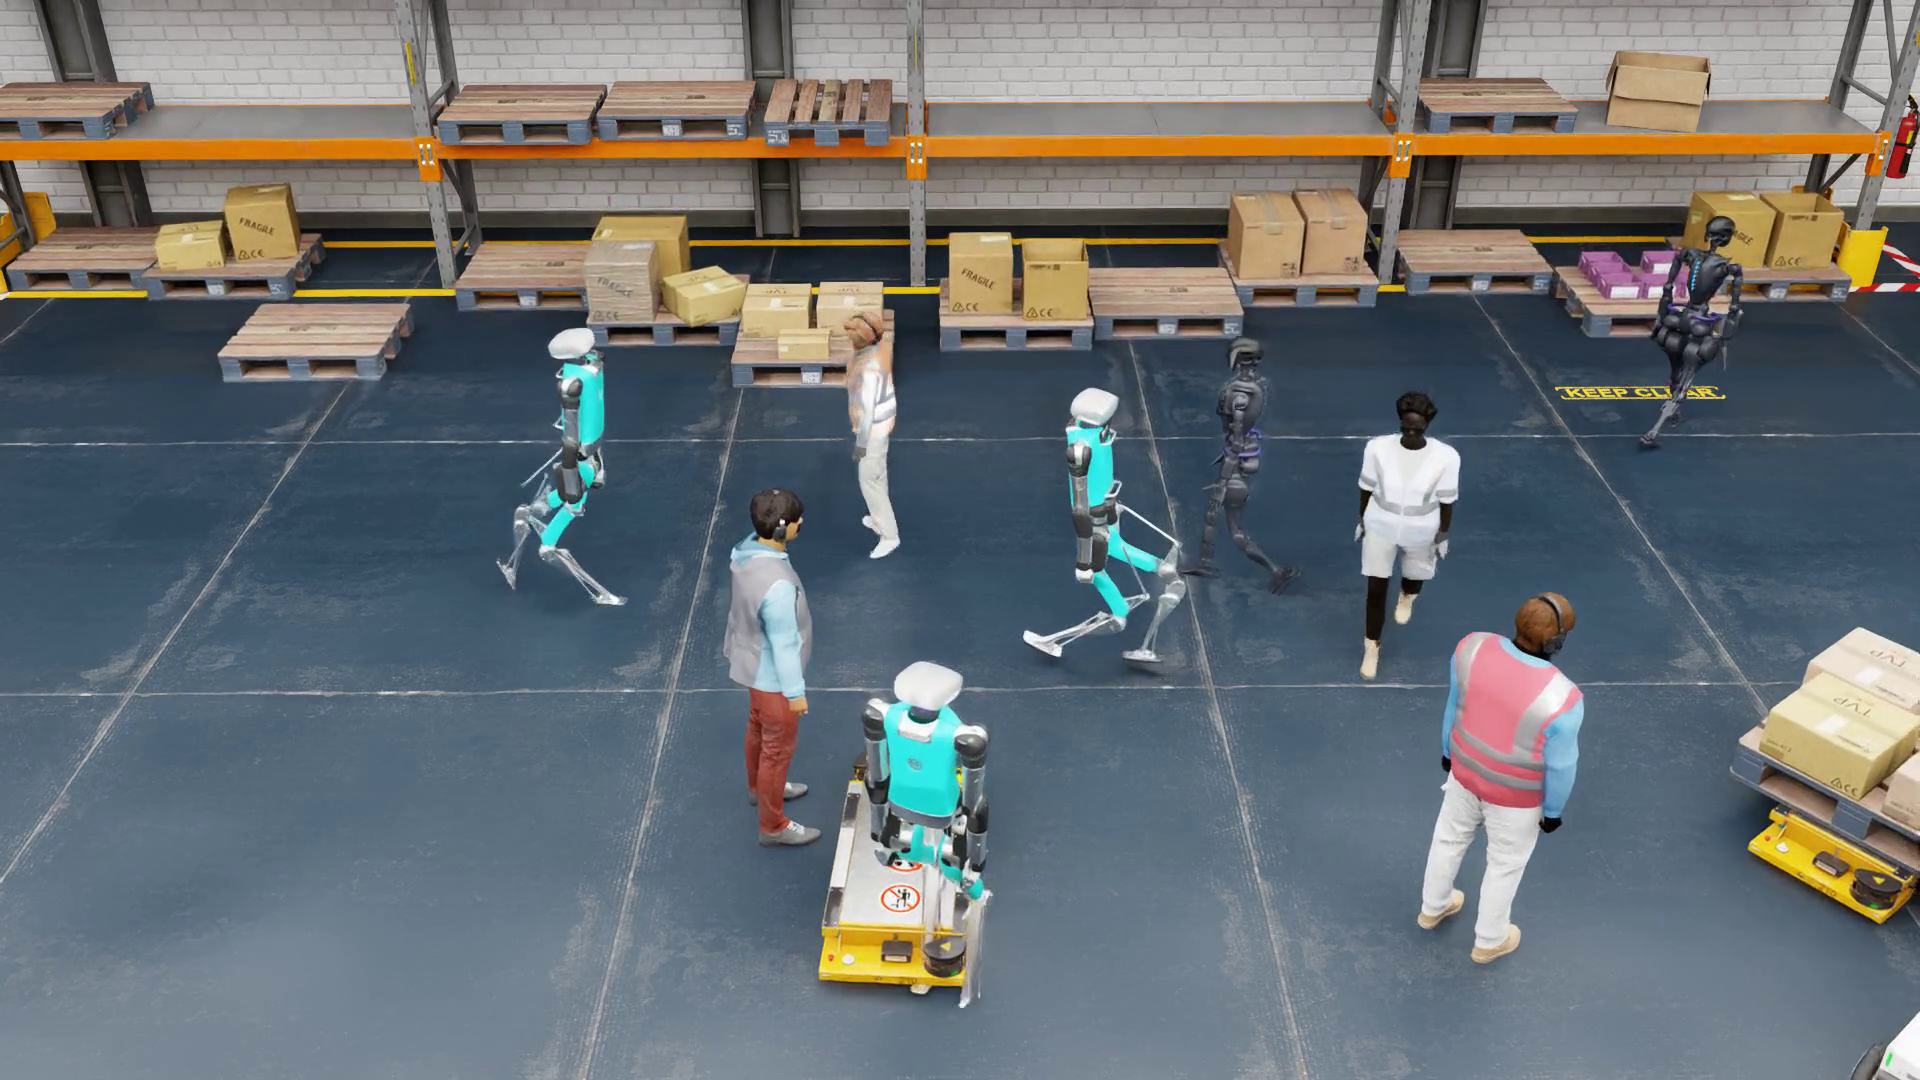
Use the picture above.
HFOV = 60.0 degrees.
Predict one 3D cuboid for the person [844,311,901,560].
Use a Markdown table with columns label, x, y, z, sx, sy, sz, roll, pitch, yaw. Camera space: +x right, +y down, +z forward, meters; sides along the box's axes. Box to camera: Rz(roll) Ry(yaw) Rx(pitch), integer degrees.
| label | x | y | z | sx | sy | sz | roll | pitch | yaw |
| --- | --- | --- | --- | --- | --- | --- | --- | --- | --- |
| person | -0.540 | -0.680 | 10.241 | 0.330 | 1.614 | 0.609 | 1 | 31 | 2 |

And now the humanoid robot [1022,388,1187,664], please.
| label | x | y | z | sx | sy | sz | roll | pitch | yaw |
| --- | --- | --- | --- | --- | --- | --- | --- | --- | --- |
| humanoid robot | 0.857 | 0.013 | 8.967 | 1.028 | 1.735 | 0.563 | 10 | 32 | 15 |

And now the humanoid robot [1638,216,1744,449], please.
| label | x | y | z | sx | sy | sz | roll | pitch | yaw |
| --- | --- | --- | --- | --- | --- | --- | --- | --- | --- |
| humanoid robot | 5.034 | -1.438 | 11.491 | 0.783 | 1.627 | 0.609 | -21 | 37 | -31 |

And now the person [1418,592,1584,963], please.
| label | x | y | z | sx | sy | sz | roll | pitch | yaw |
| --- | --- | --- | --- | --- | --- | --- | --- | --- | --- |
| person | 2.349 | 1.023 | 7.198 | 0.434 | 1.833 | 0.629 | -21 | 37 | -31 |

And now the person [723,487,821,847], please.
| label | x | y | z | sx | sy | sz | roll | pitch | yaw |
| --- | --- | --- | --- | --- | --- | --- | --- | --- | --- |
| person | -0.897 | 0.601 | 7.864 | 0.419 | 1.871 | 0.535 | -9 | 32 | -15 |

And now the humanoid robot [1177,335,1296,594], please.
| label | x | y | z | sx | sy | sz | roll | pitch | yaw |
| --- | --- | --- | --- | --- | --- | --- | --- | --- | --- |
| humanoid robot | 1.693 | -0.449 | 9.811 | 0.688 | 1.638 | 0.583 | 5 | 31 | 9 |

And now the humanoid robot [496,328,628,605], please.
| label | x | y | z | sx | sy | sz | roll | pitch | yaw |
| --- | --- | --- | --- | --- | --- | --- | --- | --- | --- |
| humanoid robot | -2.472 | -0.398 | 9.667 | 0.943 | 1.767 | 0.549 | 4 | 31 | 6 |

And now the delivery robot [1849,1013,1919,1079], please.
| label | x | y | z | sx | sy | sz | roll | pitch | yaw |
| --- | --- | --- | --- | --- | --- | --- | --- | --- | --- |
| delivery robot | 4.005 | 2.069 | 6.682 | 0.769 | 0.587 | 0.499 | -23 | 38 | -33 |

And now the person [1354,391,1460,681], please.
| label | x | y | z | sx | sy | sz | roll | pitch | yaw |
| --- | --- | --- | --- | --- | --- | --- | --- | --- | --- |
| person | 2.442 | -0.089 | 9.191 | 0.534 | 1.669 | 0.710 | 10 | 32 | 16 |

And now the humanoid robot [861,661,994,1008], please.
| label | x | y | z | sx | sy | sz | roll | pitch | yaw |
| --- | --- | --- | --- | --- | --- | --- | --- | --- | --- |
| humanoid robot | -0.061 | 1.182 | 7.007 | 0.539 | 1.785 | 0.667 | 12 | 33 | 19 |

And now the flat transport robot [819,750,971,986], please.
| label | x | y | z | sx | sy | sz | roll | pitch | yaw |
| --- | --- | --- | --- | --- | --- | --- | --- | --- | --- |
| flat transport robot | -0.252 | 1.523 | 7.875 | 0.659 | 0.231 | 1.431 | 2 | 31 | 3 |

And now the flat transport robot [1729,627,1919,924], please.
| label | x | y | z | sx | sy | sz | roll | pitch | yaw |
| --- | --- | --- | --- | --- | --- | --- | --- | --- | --- |
| flat transport robot | 4.568 | 1.343 | 8.175 | 1.431 | 0.231 | 0.659 | -22 | 38 | -32 |
